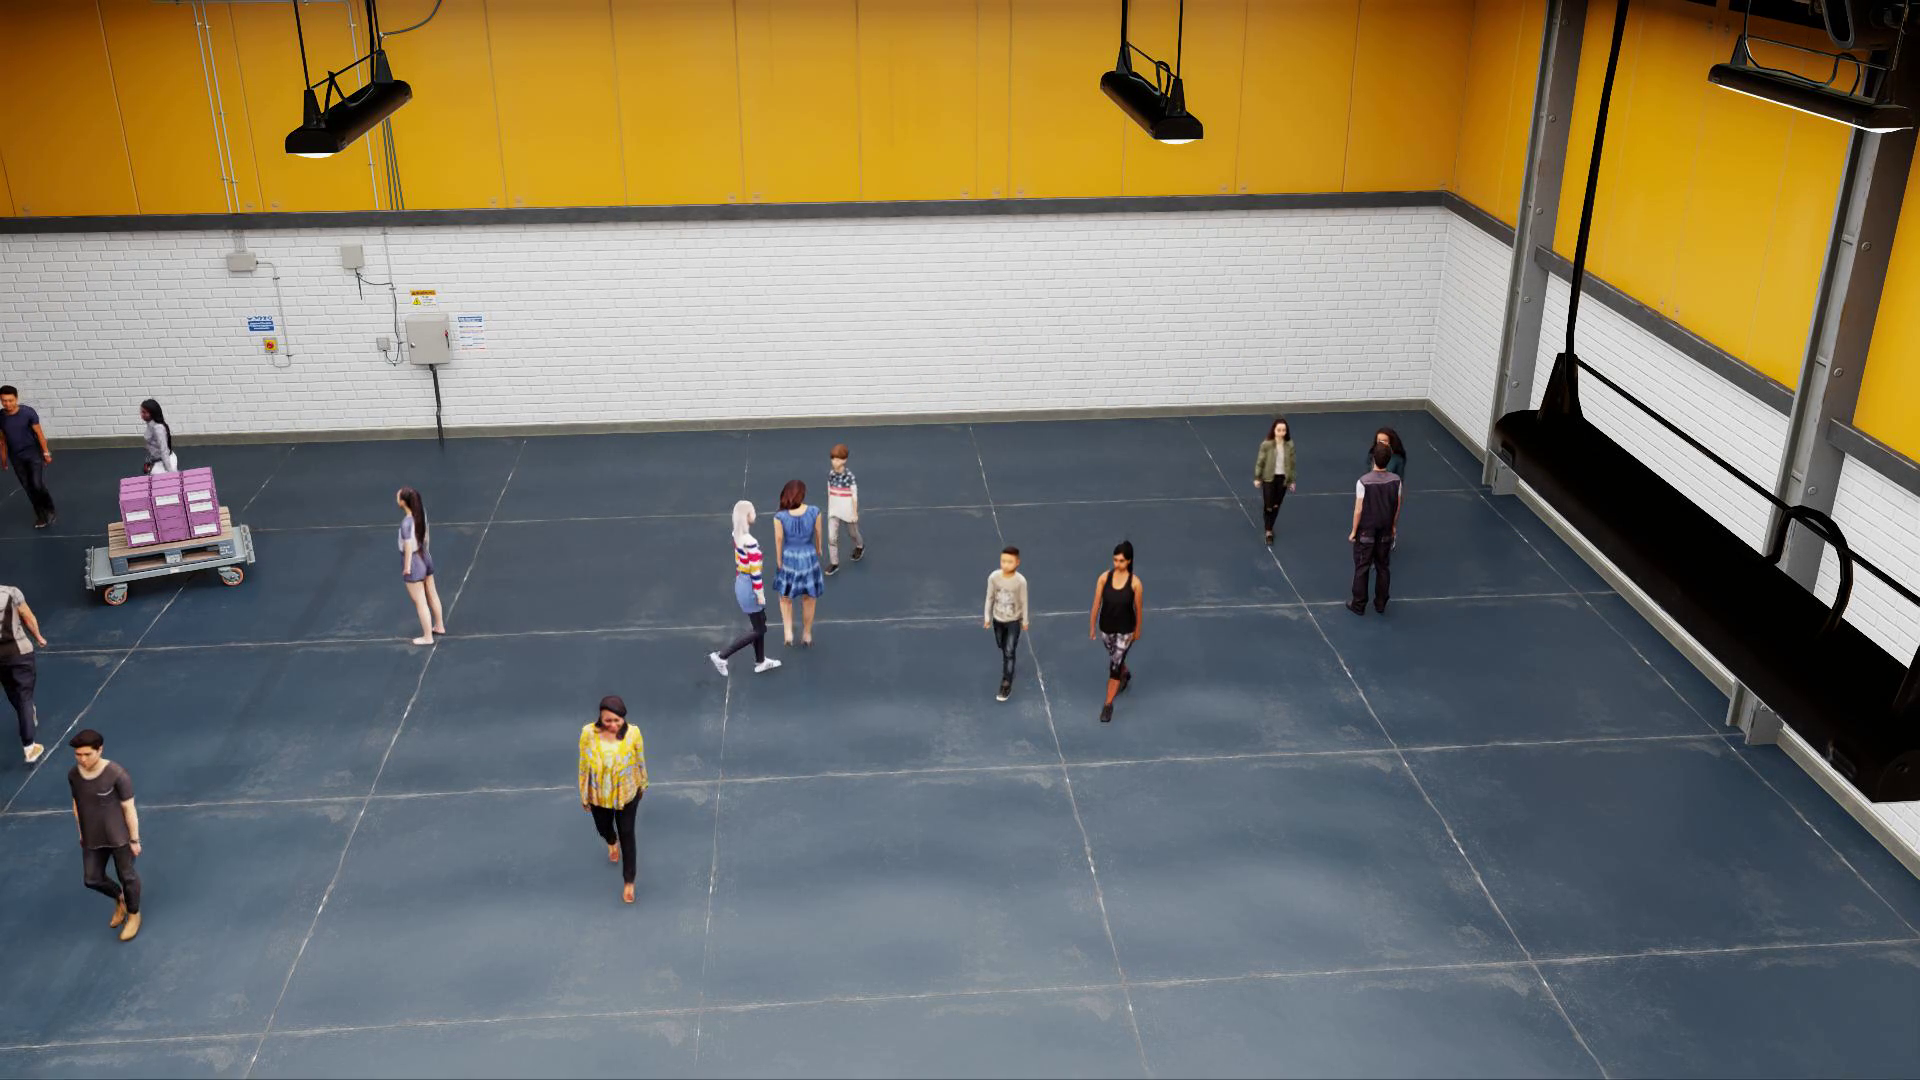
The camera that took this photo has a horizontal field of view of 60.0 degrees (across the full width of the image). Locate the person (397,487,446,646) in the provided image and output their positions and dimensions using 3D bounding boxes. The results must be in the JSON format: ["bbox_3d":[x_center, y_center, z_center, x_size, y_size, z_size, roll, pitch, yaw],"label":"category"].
[{"bbox_3d":[-5.365,0.243,16.499,0.710,1.650,0.549,5,24,11],"label":"person"}]

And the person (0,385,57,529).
[{"bbox_3d":[-10.742,-0.993,19.185,0.692,1.763,0.640,-3,24,-7],"label":"person"}]

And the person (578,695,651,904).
[{"bbox_3d":[-2.662,1.906,12.726,0.691,1.624,0.976,-2,24,-5],"label":"person"}]

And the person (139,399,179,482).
[{"bbox_3d":[-8.902,-0.801,18.837,0.905,1.690,1.020,-9,25,-19],"label":"person"}]

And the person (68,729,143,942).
[{"bbox_3d":[-6.212,2.099,12.185,0.682,1.704,0.674,2,24,4],"label":"person"}]

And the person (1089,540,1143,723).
[{"bbox_3d":[1.470,0.776,15.314,0.945,1.622,1.183,9,25,20],"label":"person"}]

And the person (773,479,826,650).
[{"bbox_3d":[-1.544,0.279,16.230,0.708,1.798,0.683,-6,24,-13],"label":"person"}]

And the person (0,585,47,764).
[{"bbox_3d":[-8.235,1.053,14.409,0.873,1.839,1.280,-8,25,-17],"label":"person"}]

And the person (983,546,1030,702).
[{"bbox_3d":[0.467,0.716,15.672,0.834,1.445,1.073,8,25,19],"label":"person"}]

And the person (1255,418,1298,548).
[{"bbox_3d":[3.568,-0.703,18.900,0.611,1.459,0.788,-1,24,-3],"label":"person"}]

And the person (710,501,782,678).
[{"bbox_3d":[-2.062,0.496,15.743,0.881,1.792,0.961,-9,25,-20],"label":"person"}]

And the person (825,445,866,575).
[{"bbox_3d":[-1.252,-0.366,18.190,0.815,1.412,1.010,9,25,20],"label":"person"}]

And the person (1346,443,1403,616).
[{"bbox_3d":[4.260,-0.113,17.067,0.652,1.848,0.566,-3,24,-7],"label":"person"}]

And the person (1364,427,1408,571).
[{"bbox_3d":[4.684,-0.501,18.286,1.021,1.580,1.112,16,28,32],"label":"person"}]
